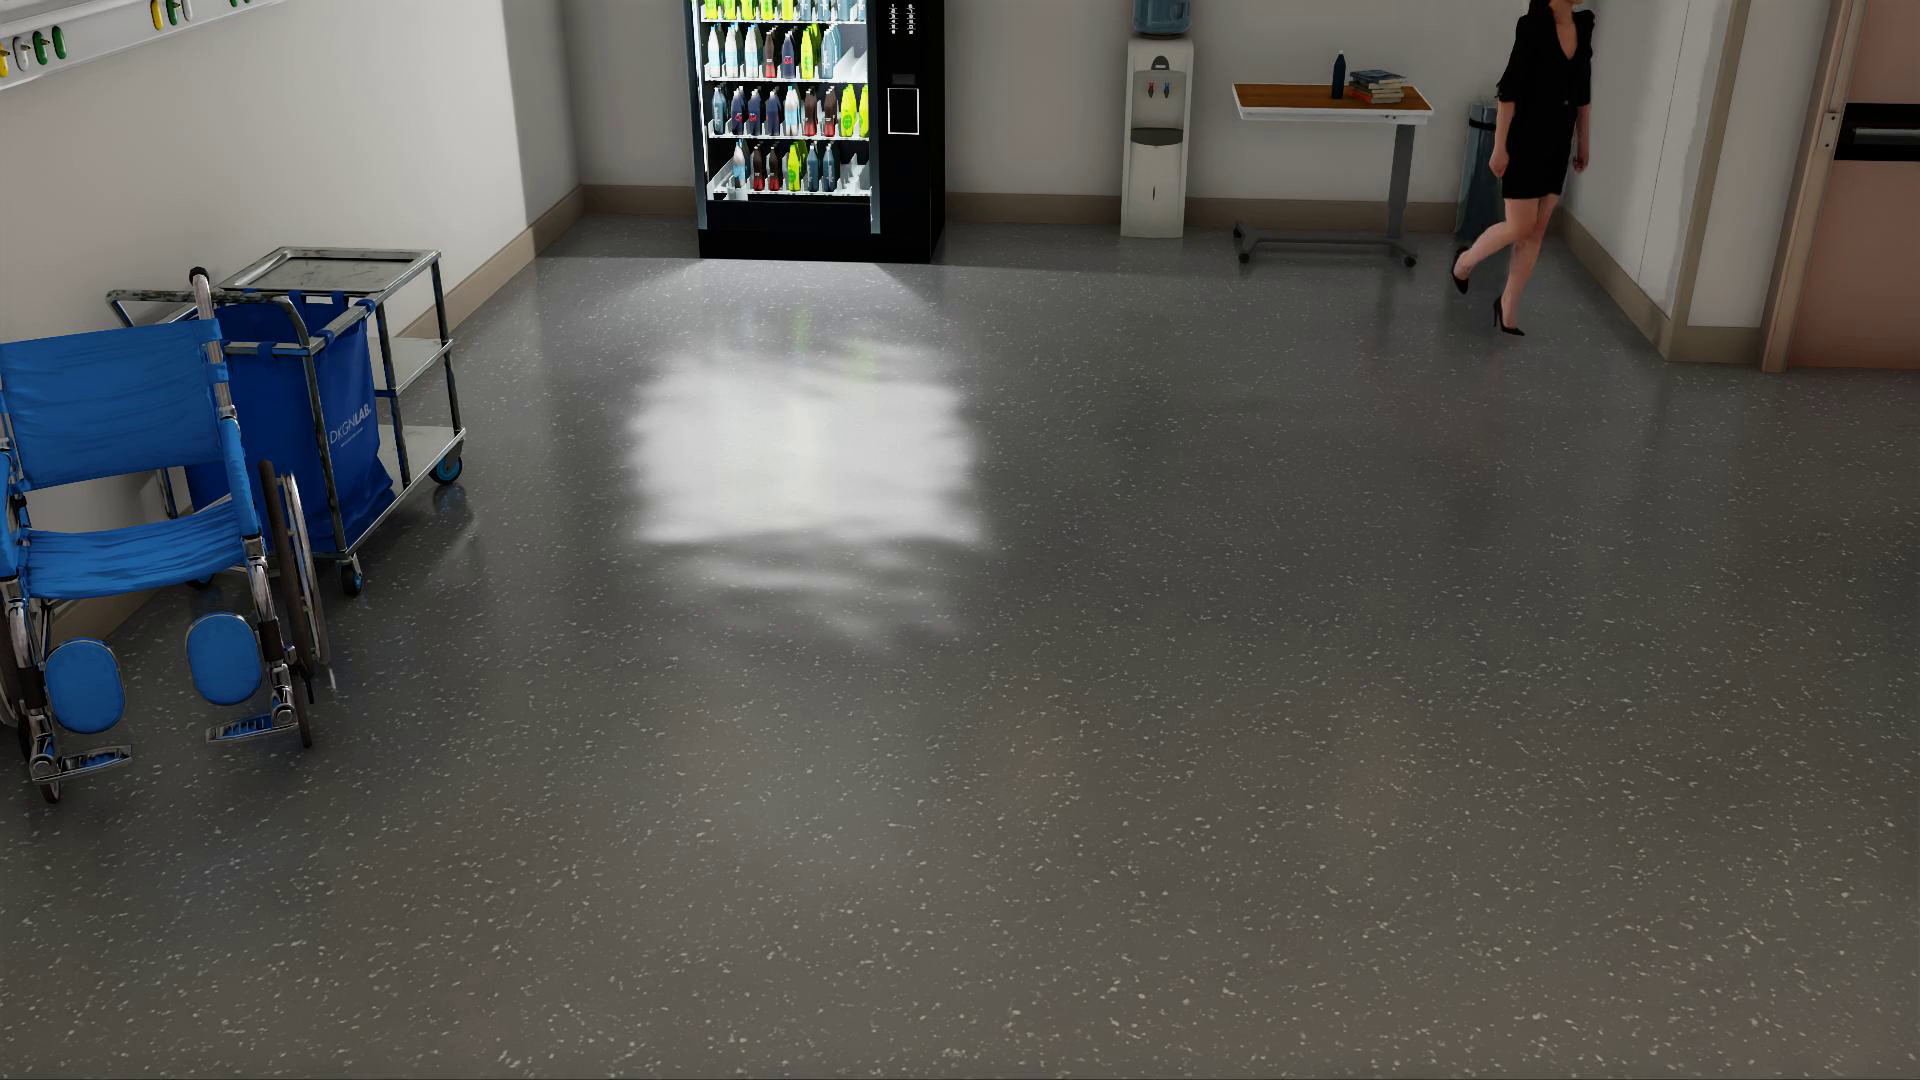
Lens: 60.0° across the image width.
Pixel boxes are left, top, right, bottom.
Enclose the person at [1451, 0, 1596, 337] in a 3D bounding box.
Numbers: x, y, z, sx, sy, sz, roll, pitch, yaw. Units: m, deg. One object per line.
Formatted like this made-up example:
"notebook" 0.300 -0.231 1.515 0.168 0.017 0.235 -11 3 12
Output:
"person" 2.443 -1.715 7.280 0.830 1.681 0.879 -14 29 -27
